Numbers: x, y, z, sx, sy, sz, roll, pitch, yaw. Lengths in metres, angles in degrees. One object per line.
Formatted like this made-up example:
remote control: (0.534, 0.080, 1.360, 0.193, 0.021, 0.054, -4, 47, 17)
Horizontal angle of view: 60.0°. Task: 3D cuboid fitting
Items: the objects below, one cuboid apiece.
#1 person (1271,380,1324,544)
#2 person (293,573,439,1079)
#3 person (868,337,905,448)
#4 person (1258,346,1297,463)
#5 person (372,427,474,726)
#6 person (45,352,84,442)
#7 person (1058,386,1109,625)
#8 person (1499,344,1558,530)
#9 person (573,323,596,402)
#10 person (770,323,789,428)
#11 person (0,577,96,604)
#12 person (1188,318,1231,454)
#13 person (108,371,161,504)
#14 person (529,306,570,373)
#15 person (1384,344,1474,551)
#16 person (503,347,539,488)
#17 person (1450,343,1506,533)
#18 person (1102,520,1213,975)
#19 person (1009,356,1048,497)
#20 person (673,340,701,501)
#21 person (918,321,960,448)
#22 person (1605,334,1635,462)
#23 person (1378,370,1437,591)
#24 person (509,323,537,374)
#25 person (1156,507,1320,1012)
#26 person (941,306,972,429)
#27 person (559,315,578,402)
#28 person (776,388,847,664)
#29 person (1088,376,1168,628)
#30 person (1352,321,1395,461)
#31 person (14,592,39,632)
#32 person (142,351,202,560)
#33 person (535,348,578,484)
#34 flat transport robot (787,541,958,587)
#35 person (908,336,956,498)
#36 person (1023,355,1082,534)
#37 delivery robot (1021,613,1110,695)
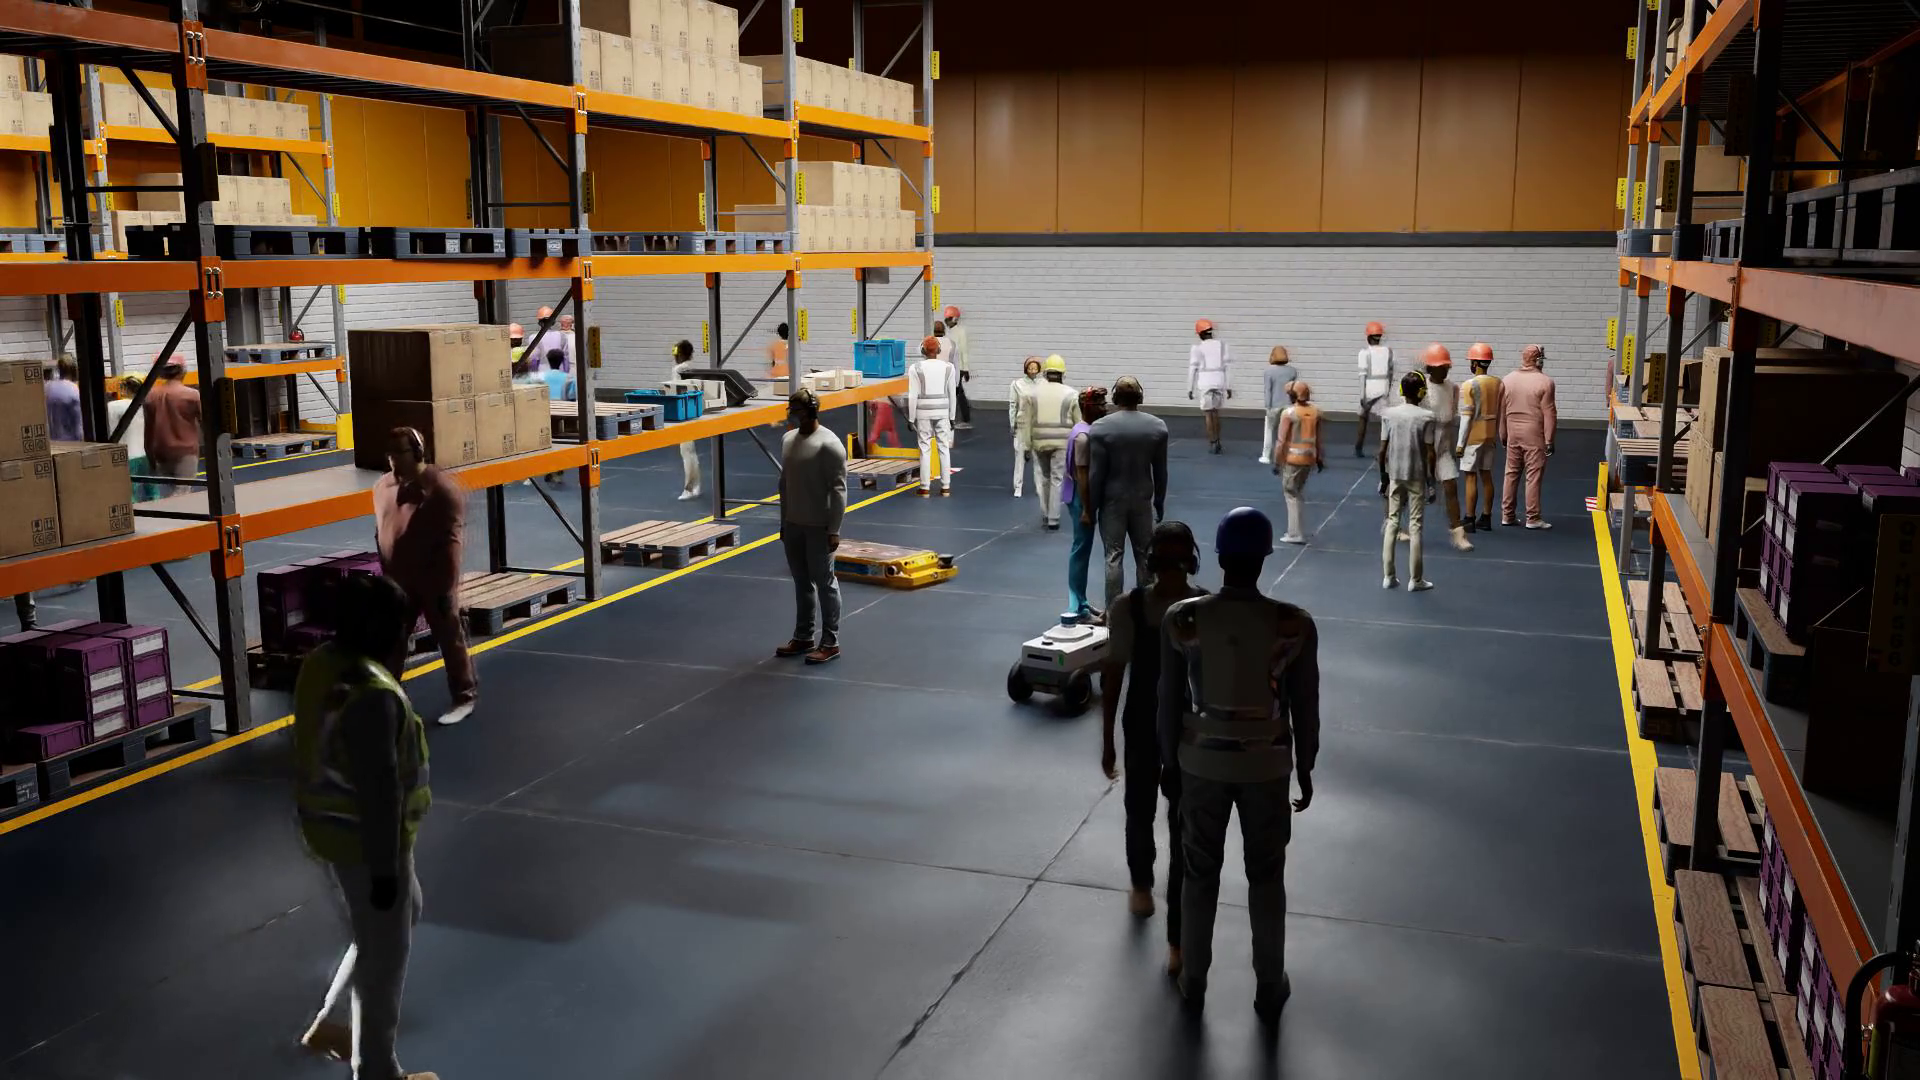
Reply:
person: (3.258, -0.774, 16.341, 0.564, 1.617, 0.517, -7, 12, -35)
person: (-2.017, 1.018, 5.705, 0.447, 1.819, 0.643, -7, 12, -36)
person: (-0.949, -1.812, 21.952, 0.926, 1.709, 0.523, -6, 12, -32)
person: (4.263, -1.774, 22.065, 0.499, 1.595, 0.838, -2, 10, -12)
person: (-3.253, 0.260, 9.863, 0.674, 1.851, 0.980, 4, 11, 20)
person: (-8.561, -0.873, 16.157, 0.647, 1.883, 1.009, 5, 11, 27)
person: (0.970, -0.277, 12.923, 0.395, 1.847, 0.563, 2, 10, 9)
person: (5.884, -1.064, 17.192, 0.407, 1.906, 0.655, -7, 12, -35)
person: (-6.373, -2.846, 28.015, 0.484, 1.623, 0.529, -9, 14, -43)
person: (-2.770, -2.644, 26.731, 0.547, 1.669, 0.766, 7, 12, 35)
person: (-7.699, -0.440, 13.784, 0.603, 1.862, 1.036, 4, 11, 23)
person: (3.520, -2.167, 23.433, 0.559, 1.888, 0.650, -2, 10, -13)
person: (-7.922, -0.757, 16.019, 0.337, 1.719, 0.624, 5, 11, 24)
person: (-5.918, -2.332, 23.943, 0.605, 2.045, 0.378, -8, 13, -37)
person: (4.589, -0.914, 16.175, 0.623, 1.981, 0.999, -4, 11, -22)
person: (-5.318, -1.463, 19.986, 0.516, 1.699, 0.836, 2, 10, 14)
person: (5.264, -1.036, 16.943, 0.544, 1.939, 0.354, -6, 12, -30)
person: (0.864, 0.805, 6.948, 0.528, 1.842, 0.714, 1, 10, 8)
person: (0.821, -1.311, 19.345, 0.511, 1.637, 0.307, -2, 10, -9)
person: (-3.201, -1.380, 19.209, 0.349, 1.833, 0.694, 3, 10, 14)
person: (-0.313, -2.236, 23.972, 0.634, 1.841, 0.429, -2, 10, -11)
person: (8.746, -1.824, 21.868, 0.326, 1.765, 0.530, -7, 12, -35)
person: (3.804, -0.502, 14.128, 0.518, 1.870, 0.323, 8, 13, 38)
person: (-5.620, -1.778, 21.124, 0.543, 1.938, 0.356, -5, 11, -26)
person: (1.056, 0.840, 6.349, 0.614, 1.946, 0.390, 2, 10, 12)
person: (-0.205, -2.698, 26.244, 0.984, 1.949, 0.639, -6, 11, -28)
person: (-5.768, -2.358, 24.526, 0.644, 1.898, 0.397, 0, 10, -2)
person: (-1.052, -0.103, 11.689, 0.352, 1.937, 0.635, -10, 14, -44)
person: (1.276, -0.285, 12.724, 0.635, 1.933, 0.352, -2, 10, -11)
person: (5.674, -2.026, 22.656, 0.549, 1.900, 0.978, -2, 10, -9)
person: (-7.124, -0.166, 12.337, 0.589, 1.833, 0.404, -9, 13, -40)
person: (-7.302, -0.798, 15.647, 0.697, 1.950, 0.919, 2, 10, 10)
person: (-4.912, -1.486, 20.214, 0.565, 1.668, 0.584, -3, 11, -18)
flat transport robot: (-0.785, 0.189, 14.737, 1.431, 0.197, 0.652, 7, 12, 36)
person: (-0.325, -1.429, 19.309, 0.583, 1.882, 0.337, -3, 11, -18)
person: (1.004, -0.999, 17.102, 0.621, 1.802, 0.820, 3, 11, 19)
delivery robot: (0.698, 0.715, 10.710, 0.477, 0.478, 0.707, 7, 12, 33)
